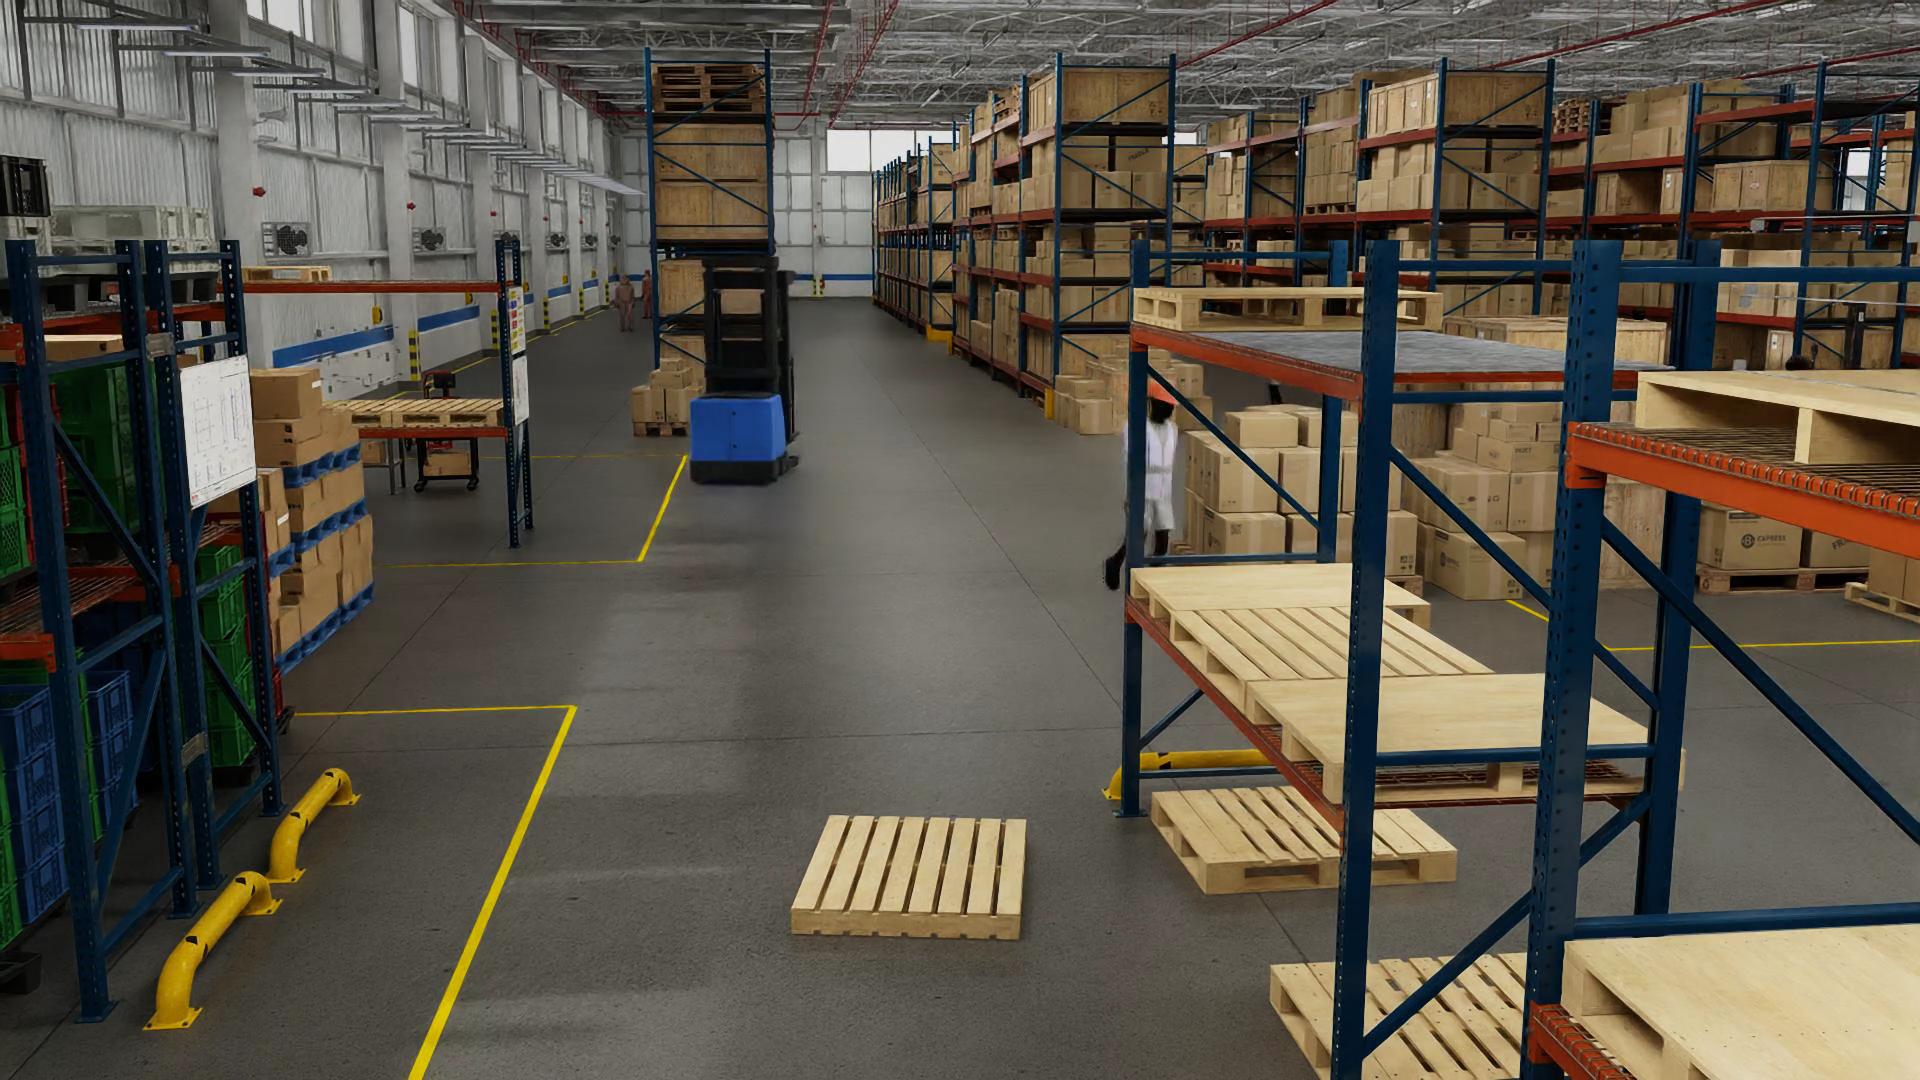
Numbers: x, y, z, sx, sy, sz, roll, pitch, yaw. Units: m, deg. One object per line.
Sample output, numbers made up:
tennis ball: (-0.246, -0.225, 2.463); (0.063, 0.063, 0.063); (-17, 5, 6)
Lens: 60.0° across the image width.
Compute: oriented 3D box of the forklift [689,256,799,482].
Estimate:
forklift: (-2.776, -2.217, 21.220); (1.129, 2.768, 1.873); (1, 10, 3)

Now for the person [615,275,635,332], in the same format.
person: (-11.038, -7.810, 55.002); (0.664, 1.877, 0.809); (-5, 11, -27)

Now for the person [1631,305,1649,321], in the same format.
person: (12.542, -3.415, 30.774); (0.431, 1.836, 0.643); (1, 10, 3)

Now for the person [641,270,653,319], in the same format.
person: (-12.092, -9.523, 64.443); (0.401, 1.894, 0.656); (8, 13, 36)

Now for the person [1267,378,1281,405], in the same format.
person: (5.356, -2.924, 28.422); (0.317, 1.696, 0.541); (0, 10, 0)

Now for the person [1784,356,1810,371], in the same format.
person: (8.703, -1.027, 17.558); (0.707, 1.816, 0.645); (-3, 11, -14)

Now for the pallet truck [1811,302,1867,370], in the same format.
pallet truck: (15.846, -3.142, 28.793); (1.885, 1.965, 0.823); (2, 10, 12)

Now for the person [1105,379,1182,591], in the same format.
person: (1.548, -0.403, 13.865); (0.565, 1.909, 0.690); (-6, 12, -31)
